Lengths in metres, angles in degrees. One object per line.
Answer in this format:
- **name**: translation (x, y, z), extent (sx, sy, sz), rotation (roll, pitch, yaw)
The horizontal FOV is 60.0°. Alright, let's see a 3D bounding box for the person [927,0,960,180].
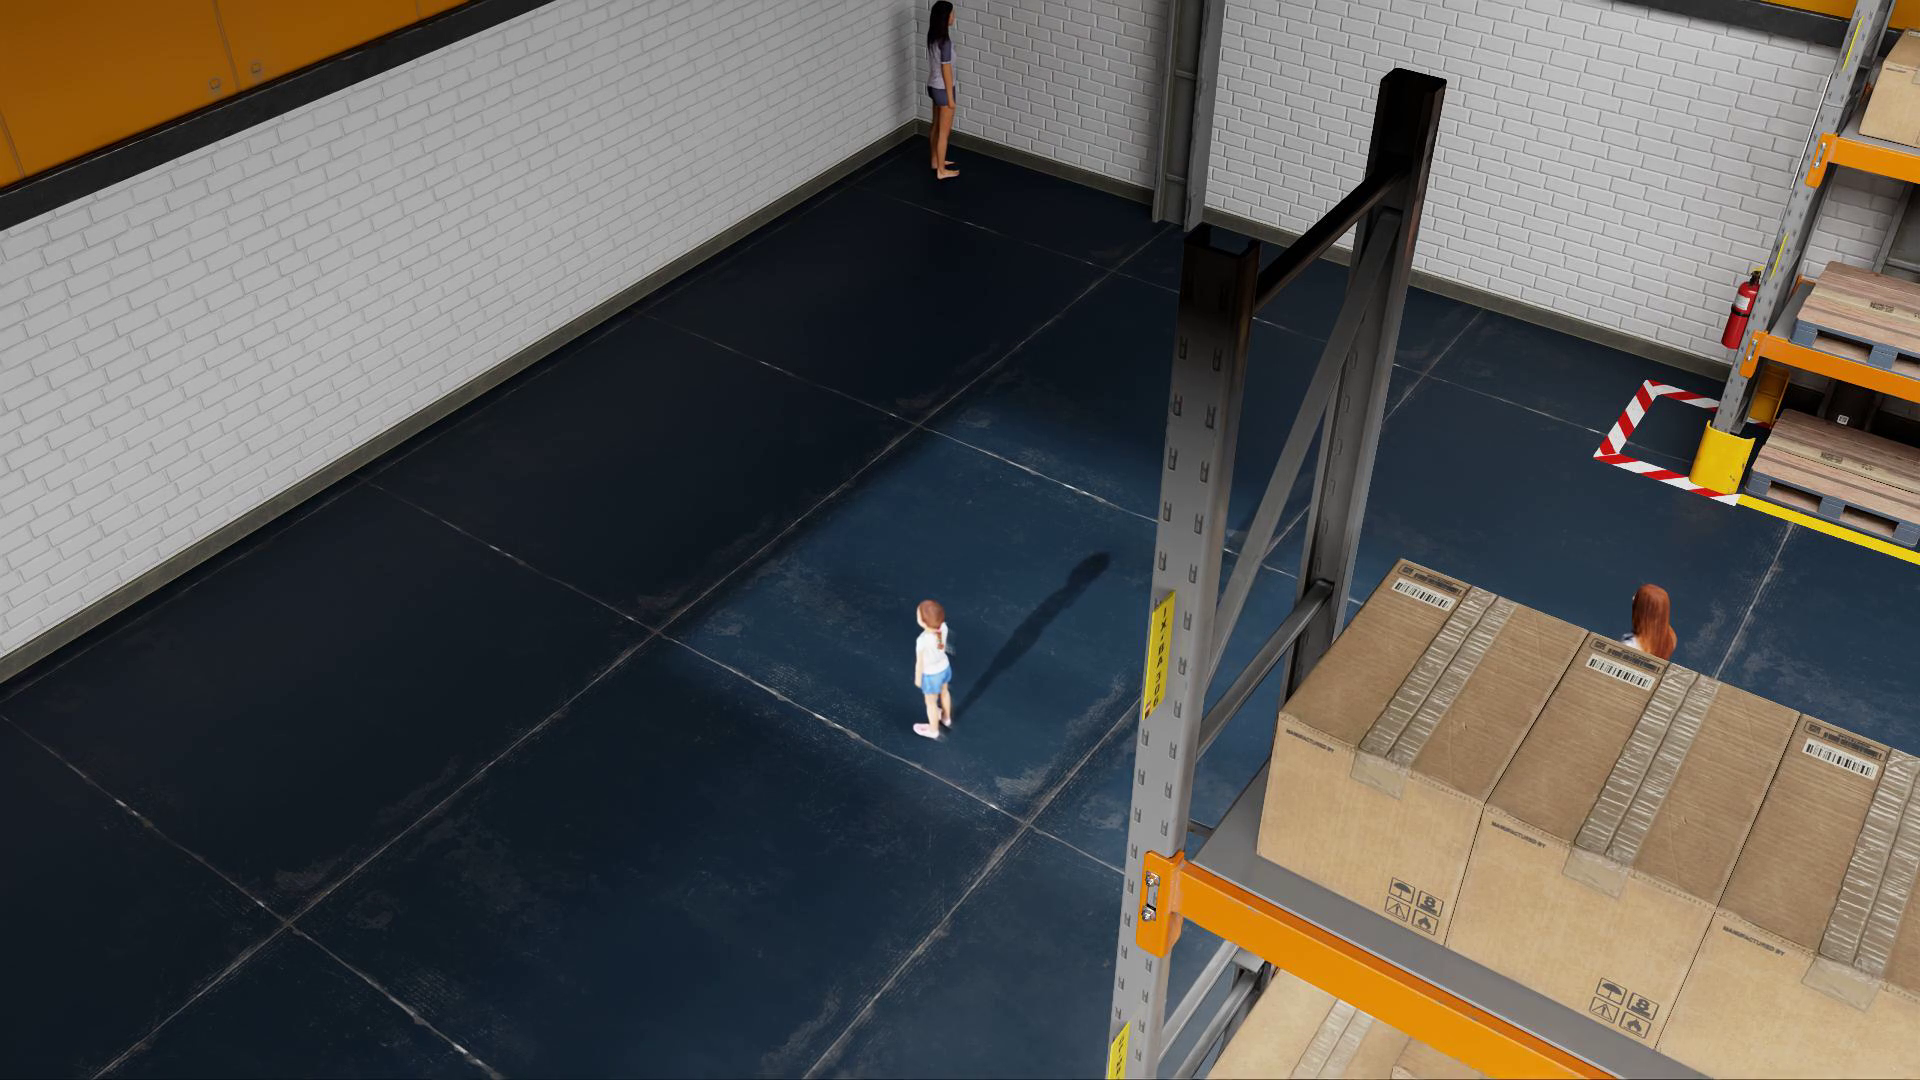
- **person**: translation (-0.180, -4.365, 16.111), extent (0.719, 1.733, 0.621), rotation (-13, 40, -16)

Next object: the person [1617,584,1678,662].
- **person**: translation (3.786, 0.956, 9.477), extent (0.652, 1.698, 0.593), rotation (-27, 46, -30)

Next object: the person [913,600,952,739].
- **person**: translation (-0.160, 0.783, 10.239), extent (0.411, 1.017, 0.419), rotation (24, 44, 27)
